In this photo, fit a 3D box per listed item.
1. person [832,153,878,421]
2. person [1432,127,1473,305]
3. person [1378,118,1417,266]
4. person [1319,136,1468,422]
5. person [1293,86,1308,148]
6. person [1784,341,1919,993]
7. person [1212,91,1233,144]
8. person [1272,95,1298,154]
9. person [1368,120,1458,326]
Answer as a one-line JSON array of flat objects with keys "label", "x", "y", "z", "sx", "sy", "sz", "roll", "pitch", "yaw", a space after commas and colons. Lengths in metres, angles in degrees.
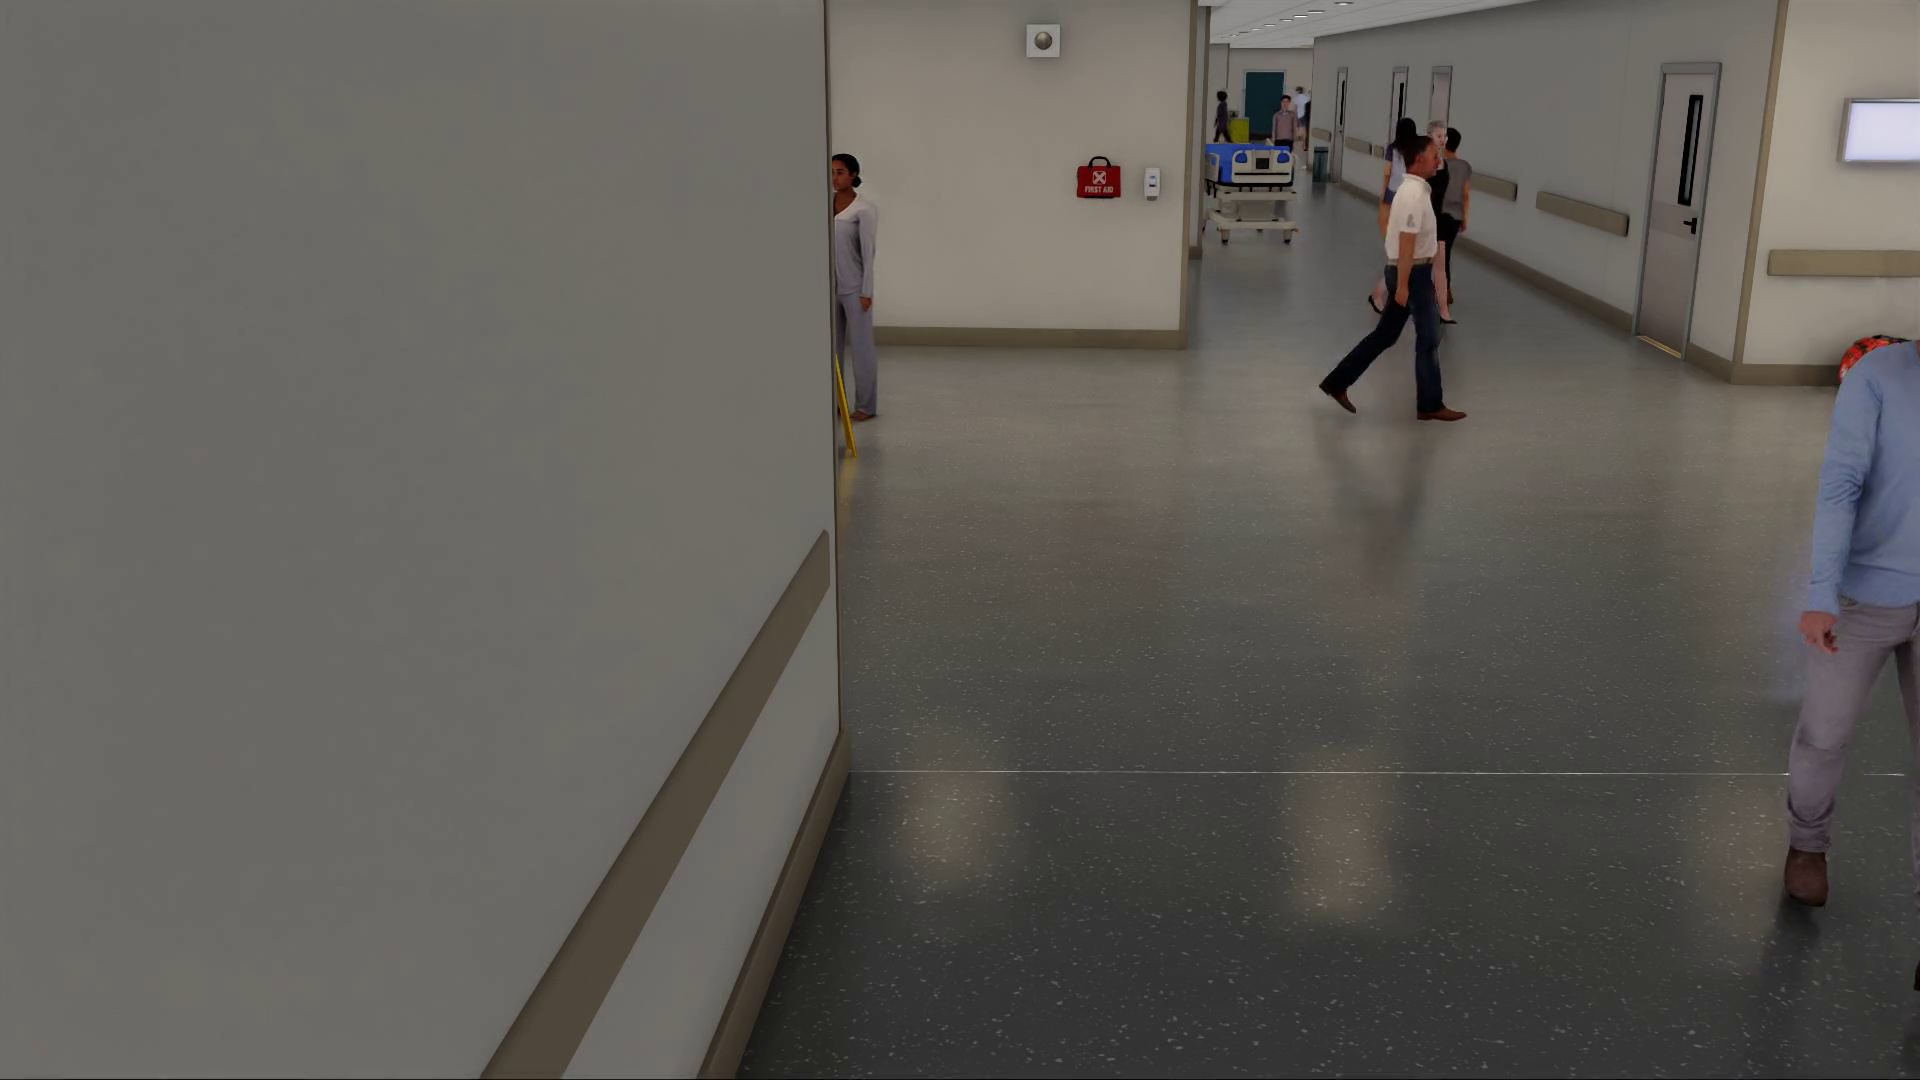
[{"label": "person", "x": -0.754, "y": -1.677, "z": 11.010, "sx": 0.631, "sy": 1.733, "sz": 0.754, "roll": 10, "pitch": 18, "yaw": 31}, {"label": "person", "x": 4.773, "y": -3.145, "z": 16.302, "sx": 1.070, "sy": 1.687, "sz": 0.823, "roll": -2, "pitch": 16, "yaw": -7}, {"label": "person", "x": 5.091, "y": -3.984, "z": 19.201, "sx": 0.699, "sy": 1.728, "sz": 0.740, "roll": -2, "pitch": 16, "yaw": -7}, {"label": "person", "x": 2.817, "y": -1.681, "z": 10.859, "sx": 1.260, "sy": 1.822, "sz": 0.850, "roll": 5, "pitch": 16, "yaw": 16}, {"label": "person", "x": 10.348, "y": -12.777, "z": 50.286, "sx": 1.132, "sy": 1.784, "sz": 0.953, "roll": -3, "pitch": 16, "yaw": -9}, {"label": "person", "x": 2.384, "y": 0.163, "z": 4.295, "sx": 1.184, "sy": 1.836, "sz": 0.908, "roll": 5, "pitch": 16, "yaw": 17}, {"label": "person", "x": 7.425, "y": -11.622, "z": 46.403, "sx": 1.160, "sy": 1.667, "sz": 0.782, "roll": -3, "pitch": 16, "yaw": -10}, {"label": "person", "x": 6.284, "y": -7.673, "z": 32.166, "sx": 0.603, "sy": 1.794, "sz": 0.714, "roll": 3, "pitch": 16, "yaw": 11}, {"label": "person", "x": 4.095, "y": -2.832, "z": 15.002, "sx": 1.175, "sy": 1.789, "sz": 1.184, "roll": -12, "pitch": 20, "yaw": -37}]
